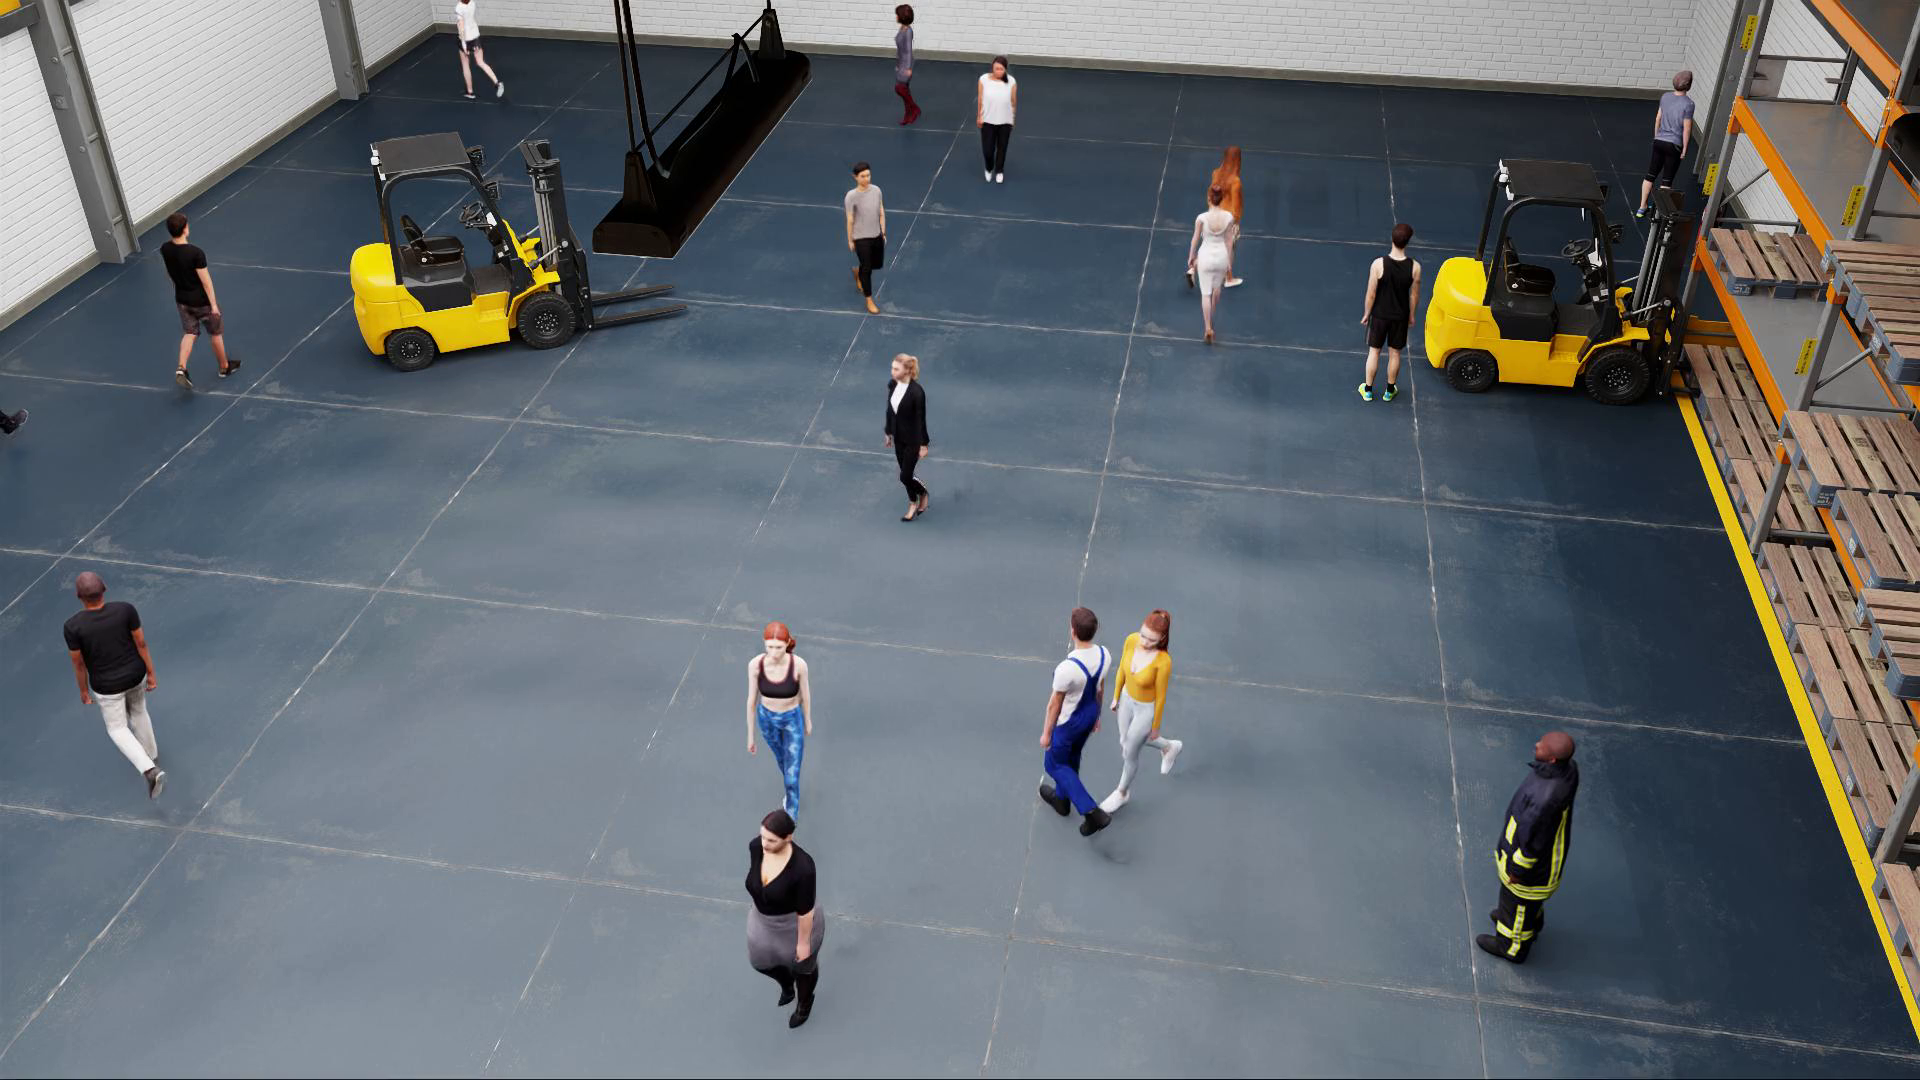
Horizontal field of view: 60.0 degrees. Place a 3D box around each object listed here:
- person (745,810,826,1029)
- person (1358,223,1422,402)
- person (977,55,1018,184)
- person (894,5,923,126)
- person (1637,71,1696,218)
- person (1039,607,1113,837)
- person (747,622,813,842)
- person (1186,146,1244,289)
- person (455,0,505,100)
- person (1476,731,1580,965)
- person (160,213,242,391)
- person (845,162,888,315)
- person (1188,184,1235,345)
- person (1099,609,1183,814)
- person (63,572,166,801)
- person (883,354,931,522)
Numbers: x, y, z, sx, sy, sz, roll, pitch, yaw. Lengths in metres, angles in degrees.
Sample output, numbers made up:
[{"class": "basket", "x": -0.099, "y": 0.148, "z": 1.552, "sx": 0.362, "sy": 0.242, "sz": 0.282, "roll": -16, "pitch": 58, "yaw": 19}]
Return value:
[{"class": "person", "x": -0.986, "y": 2.250, "z": 10.016, "sx": 0.750, "sy": 1.746, "sz": 0.756, "roll": 19, "pitch": 38, "yaw": 26}, {"class": "person", "x": 4.312, "y": -2.269, "z": 16.683, "sx": 0.669, "sy": 1.892, "sz": 0.579, "roll": 4, "pitch": 34, "yaw": 7}, {"class": "person", "x": 0.484, "y": -5.535, "z": 21.791, "sx": 0.734, "sy": 1.678, "sz": 0.702, "roll": -1, "pitch": 34, "yaw": -2}, {"class": "person", "x": -0.692, "y": -6.698, "z": 23.520, "sx": 0.780, "sy": 1.699, "sz": 0.697, "roll": -9, "pitch": 35, "yaw": -13}, {"class": "person", "x": 8.793, "y": -4.889, "z": 20.628, "sx": 0.811, "sy": 1.889, "sz": 0.736, "roll": -18, "pitch": 38, "yaw": -25}, {"class": "person", "x": 0.828, "y": 1.286, "z": 11.390, "sx": 1.059, "sy": 1.830, "sz": 1.094, "roll": -27, "pitch": 42, "yaw": -34}, {"class": "person", "x": -1.225, "y": 1.260, "z": 11.515, "sx": 0.628, "sy": 1.737, "sz": 1.179, "roll": 3, "pitch": 34, "yaw": 5}, {"class": "person", "x": 2.938, "y": -3.616, "z": 18.886, "sx": 1.078, "sy": 1.696, "sz": 1.011, "roll": -22, "pitch": 39, "yaw": -29}, {"class": "person", "x": -7.117, "y": -7.298, "z": 24.393, "sx": 0.889, "sy": 1.732, "sz": 1.060, "roll": 18, "pitch": 38, "yaw": 25}, {"class": "person", "x": 3.636, "y": 1.903, "z": 10.469, "sx": 0.896, "sy": 1.824, "sz": 0.761, "roll": 21, "pitch": 39, "yaw": 28}, {"class": "person", "x": -7.858, "y": -2.410, "z": 16.938, "sx": 0.685, "sy": 1.845, "sz": 1.068, "roll": 8, "pitch": 34, "yaw": 11}, {"class": "person", "x": -1.068, "y": -3.430, "z": 18.598, "sx": 0.957, "sy": 1.706, "sz": 1.037, "roll": -18, "pitch": 38, "yaw": -25}, {"class": "person", "x": 2.692, "y": -2.910, "z": 17.754, "sx": 0.703, "sy": 1.775, "sz": 0.925, "roll": 0, "pitch": 34, "yaw": 0}, {"class": "person", "x": 1.326, "y": 1.162, "z": 11.673, "sx": 1.073, "sy": 1.724, "sz": 0.988, "roll": -23, "pitch": 40, "yaw": -30}, {"class": "person", "x": -5.945, "y": 1.044, "z": 11.797, "sx": 1.096, "sy": 1.782, "sz": 1.079, "roll": -29, "pitch": 43, "yaw": -36}, {"class": "person", "x": -0.396, "y": -0.909, "z": 14.820, "sx": 0.804, "sy": 1.689, "sz": 0.761, "roll": -28, "pitch": 43, "yaw": -35}]
